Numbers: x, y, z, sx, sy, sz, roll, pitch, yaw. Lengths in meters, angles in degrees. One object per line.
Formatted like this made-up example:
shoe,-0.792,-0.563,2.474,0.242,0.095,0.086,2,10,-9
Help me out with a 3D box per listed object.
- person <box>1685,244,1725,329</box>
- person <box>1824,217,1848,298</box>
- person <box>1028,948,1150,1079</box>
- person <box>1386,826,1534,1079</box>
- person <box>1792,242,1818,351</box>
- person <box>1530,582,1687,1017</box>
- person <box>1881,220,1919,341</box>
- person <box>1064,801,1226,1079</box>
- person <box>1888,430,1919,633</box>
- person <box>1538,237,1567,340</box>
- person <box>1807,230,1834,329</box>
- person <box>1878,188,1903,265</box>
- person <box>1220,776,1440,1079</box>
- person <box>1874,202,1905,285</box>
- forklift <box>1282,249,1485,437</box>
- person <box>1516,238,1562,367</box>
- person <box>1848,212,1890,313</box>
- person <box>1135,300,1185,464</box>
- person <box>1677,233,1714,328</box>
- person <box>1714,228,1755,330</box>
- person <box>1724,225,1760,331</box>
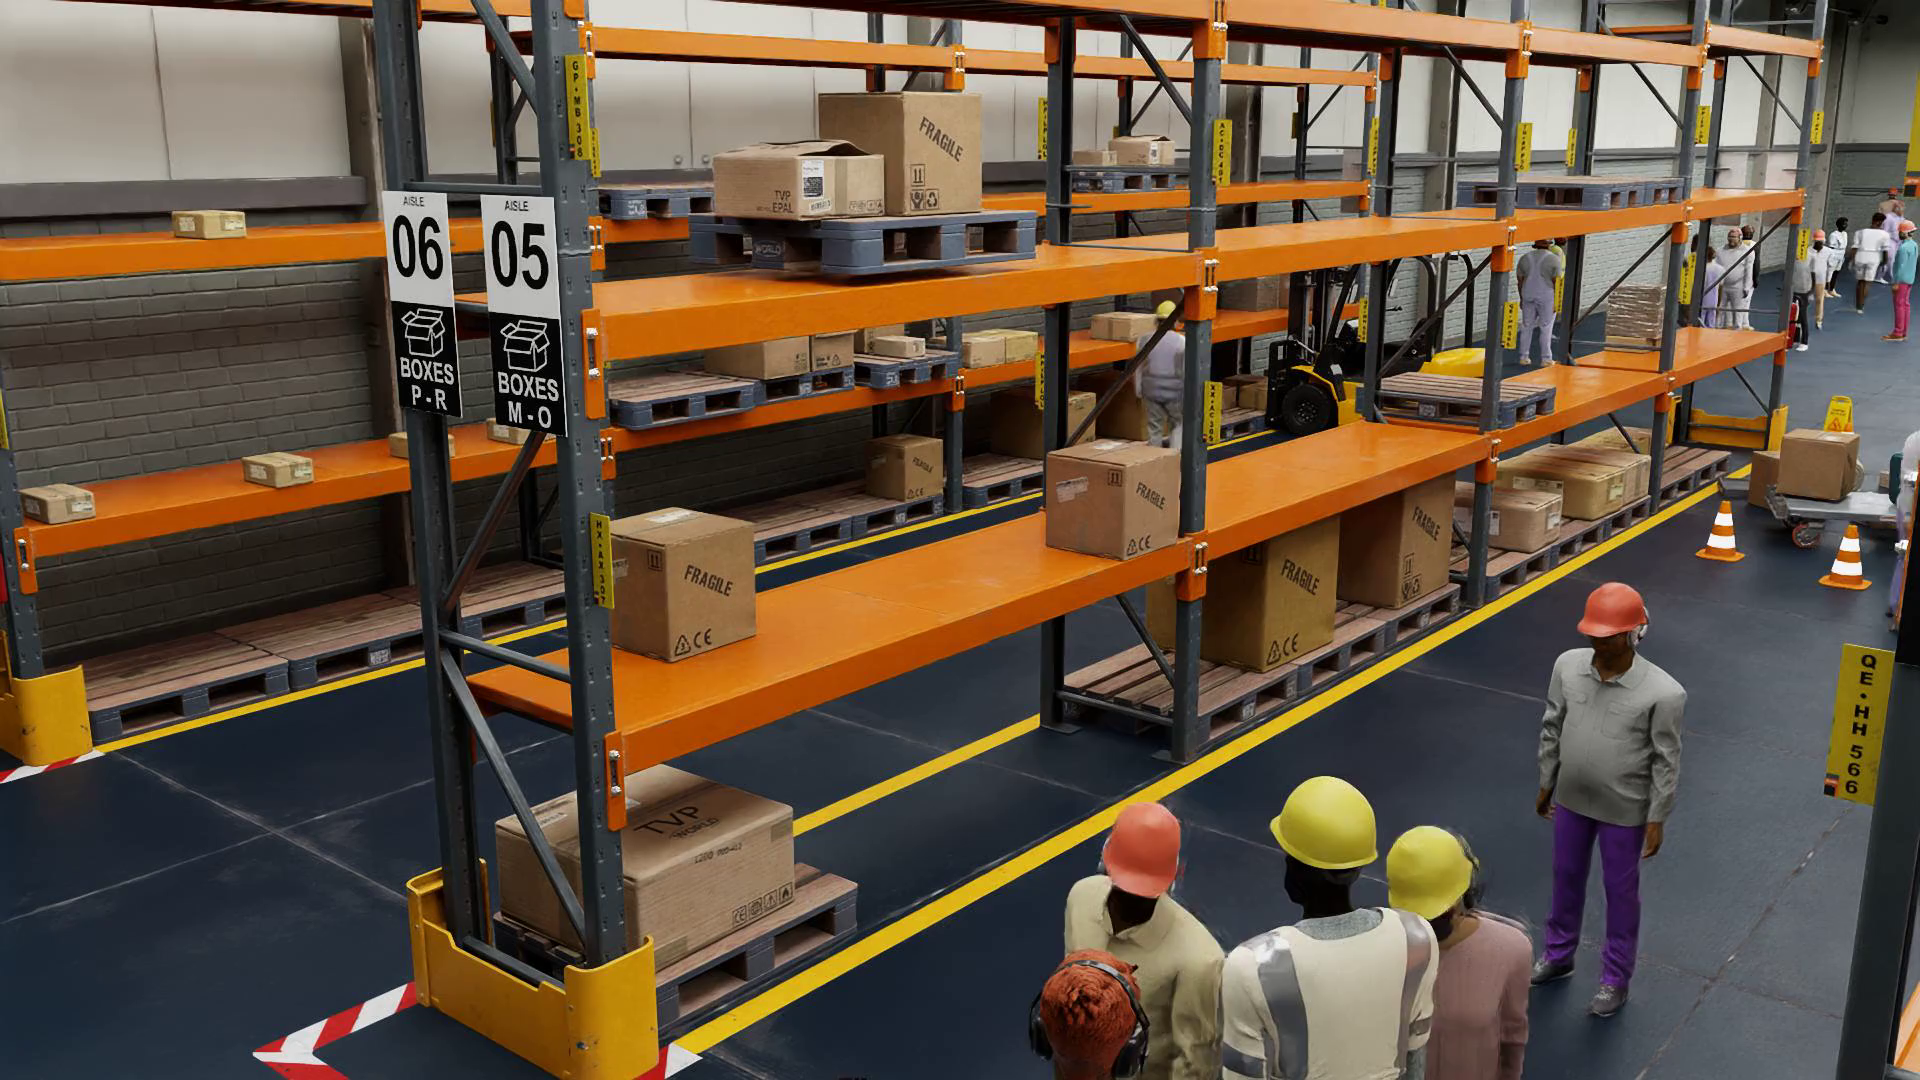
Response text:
person,10.836,-3.375,24.228,0.506,1.839,0.343,-2,14,-9
person,18.403,-5.929,34.939,0.533,1.691,0.322,-9,16,-32
person,0.255,1.718,3.400,0.574,1.883,0.356,4,14,14
person,1.238,1.535,4.454,0.539,1.724,0.497,1,14,5
person,13.377,-3.944,26.533,0.339,1.852,0.527,-9,17,-33
person,2.515,1.009,6.556,0.347,1.746,0.573,-11,17,-37
person,15.748,-4.336,27.821,0.622,1.990,0.402,-13,19,-42
person,0.469,1.507,4.620,0.627,1.726,0.588,-11,18,-38
person,6.720,-0.217,11.613,0.600,1.721,0.426,-7,15,-25
person,9.965,-4.295,27.980,0.385,1.838,0.560,1,14,5
person,15.133,-4.610,29.449,0.562,1.747,0.344,5,15,21
person,24.338,-8.206,43.573,0.610,1.996,0.379,8,16,30
person,0.887,1.506,4.164,0.586,1.930,0.356,-5,15,-21
person,21.357,-6.768,37.995,0.667,1.874,0.829,-8,16,-30
forklift,4.886,-2.214,18.767,2.313,2.155,1.214,11,18,38
person,8.651,-3.610,24.768,0.682,2.000,0.538,13,19,42
person,17.525,-5.344,32.075,0.629,1.909,0.895,12,18,40
person,2.018,-1.457,16.462,0.603,1.815,0.434,4,14,16
person,11.439,-3.820,25.910,0.616,1.900,0.613,-6,15,-22
person,12.687,-4.179,27.392,0.641,1.899,0.395,13,19,42
person,13.728,-4.590,29.169,0.429,1.844,0.626,-9,16,-31
